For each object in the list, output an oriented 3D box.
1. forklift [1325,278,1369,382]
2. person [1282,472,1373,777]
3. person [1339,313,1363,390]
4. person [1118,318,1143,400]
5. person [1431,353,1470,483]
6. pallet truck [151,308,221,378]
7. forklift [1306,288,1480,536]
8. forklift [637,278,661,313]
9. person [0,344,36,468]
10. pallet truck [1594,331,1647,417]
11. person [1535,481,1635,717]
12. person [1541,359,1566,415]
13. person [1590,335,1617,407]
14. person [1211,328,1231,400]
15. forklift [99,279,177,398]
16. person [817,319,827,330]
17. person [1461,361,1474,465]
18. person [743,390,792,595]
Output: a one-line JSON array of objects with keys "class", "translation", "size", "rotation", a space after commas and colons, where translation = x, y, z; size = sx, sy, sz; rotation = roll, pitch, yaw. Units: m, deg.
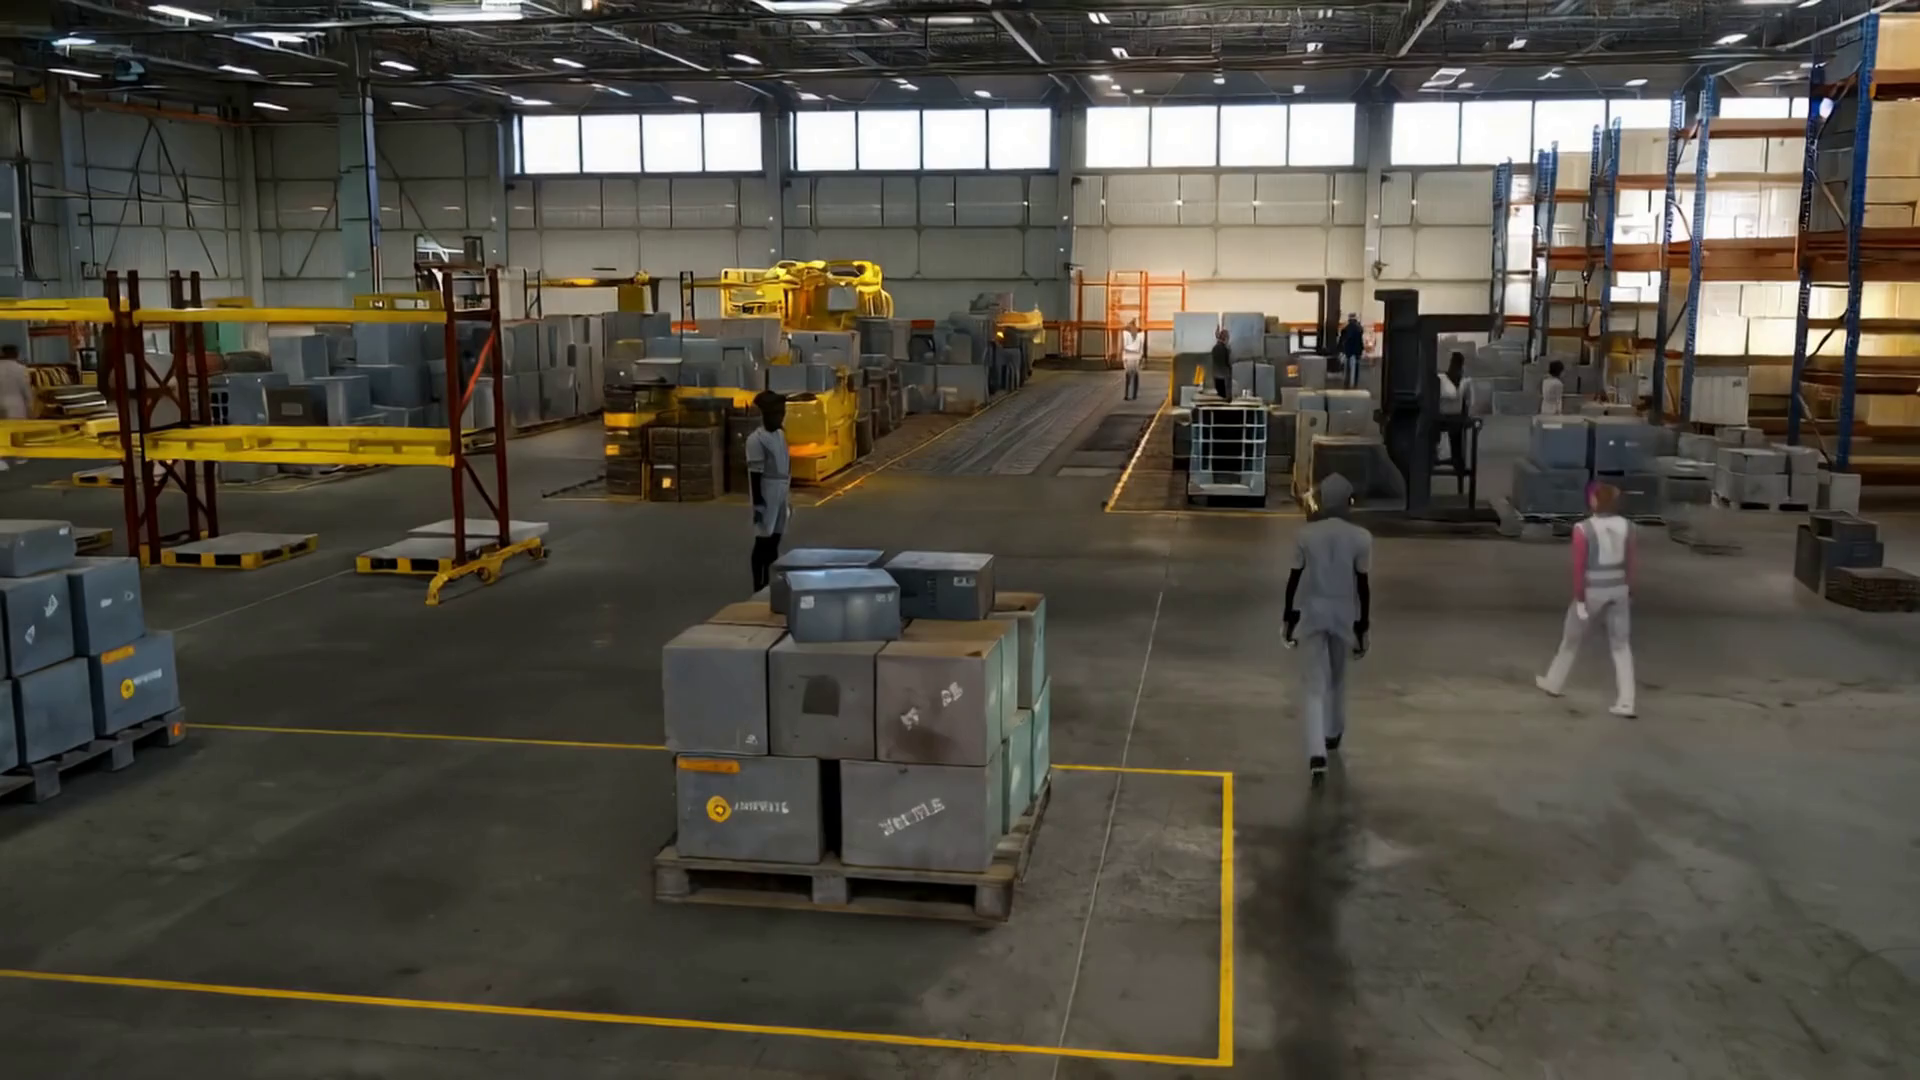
[{"class": "forklift", "translation": [10.119, -5.703, 45.089], "size": [1.873, 2.768, 1.129], "rotation": [1, 9, 9]}, {"class": "person", "translation": [2.228, 0.501, 10.137], "size": [0.527, 1.823, 1.026], "rotation": [2, 10, 14]}, {"class": "person", "translation": [9.641, -4.612, 41.078], "size": [0.619, 1.992, 0.396], "rotation": [-3, 10, -19]}, {"class": "person", "translation": [3.989, -4.230, 38.927], "size": [0.581, 1.932, 0.369], "rotation": [3, 10, 20]}, {"class": "person", "translation": [7.007, -1.745, 23.872], "size": [0.664, 1.850, 1.027], "rotation": [-4, 10, -21]}, {"class": "pallet truck", "translation": [-21.869, -5.598, 47.154], "size": [0.823, 1.965, 1.885], "rotation": [4, 10, 26]}, {"class": "forklift", "translation": [5.025, -1.512, 19.238], "size": [1.873, 2.768, 1.129], "rotation": [1, 9, 9]}, {"class": "forklift", "translation": [-8.439, -5.749, 45.373], "size": [1.873, 2.768, 1.129], "rotation": [1, 9, 9]}, {"class": "person", "translation": [-14.684, -2.065, 25.675], "size": [0.638, 1.911, 0.903], "rotation": [1, 9, 4]}, {"class": "pallet truck", "translation": [11.253, -2.573, 28.499], "size": [0.823, 1.965, 1.885], "rotation": [5, 10, 27]}, {"class": "person", "translation": [4.397, 0.389, 11.488], "size": [0.517, 1.591, 0.874], "rotation": [-2, 10, -15]}, {"class": "person", "translation": [8.988, -1.889, 25.207], "size": [0.317, 1.695, 0.540], "rotation": [-2, 9, -9]}, {"class": "person", "translation": [12.551, -3.088, 32.331], "size": [0.972, 1.797, 0.637], "rotation": [2, 9, 12]}, {"class": "person", "translation": [4.987, -3.069, 31.749], "size": [0.357, 1.936, 0.635], "rotation": [-2, 9, -12]}, {"class": "forklift", "translation": [-19.606, -4.720, 39.027], "size": [1.873, 2.768, 1.129], "rotation": [1, 9, 9]}, {"class": "person", "translation": [-3.167, -4.083, 37.993], "size": [0.370, 1.941, 0.627], "rotation": [4, 10, 22]}, {"class": "person", "translation": [7.875, -1.991, 26.034], "size": [0.324, 1.630, 0.524], "rotation": [0, 9, 2]}, {"class": "person", "translation": [-1.710, -0.372, 15.020], "size": [0.368, 1.966, 0.602], "rotation": [3, 10, 19]}]
